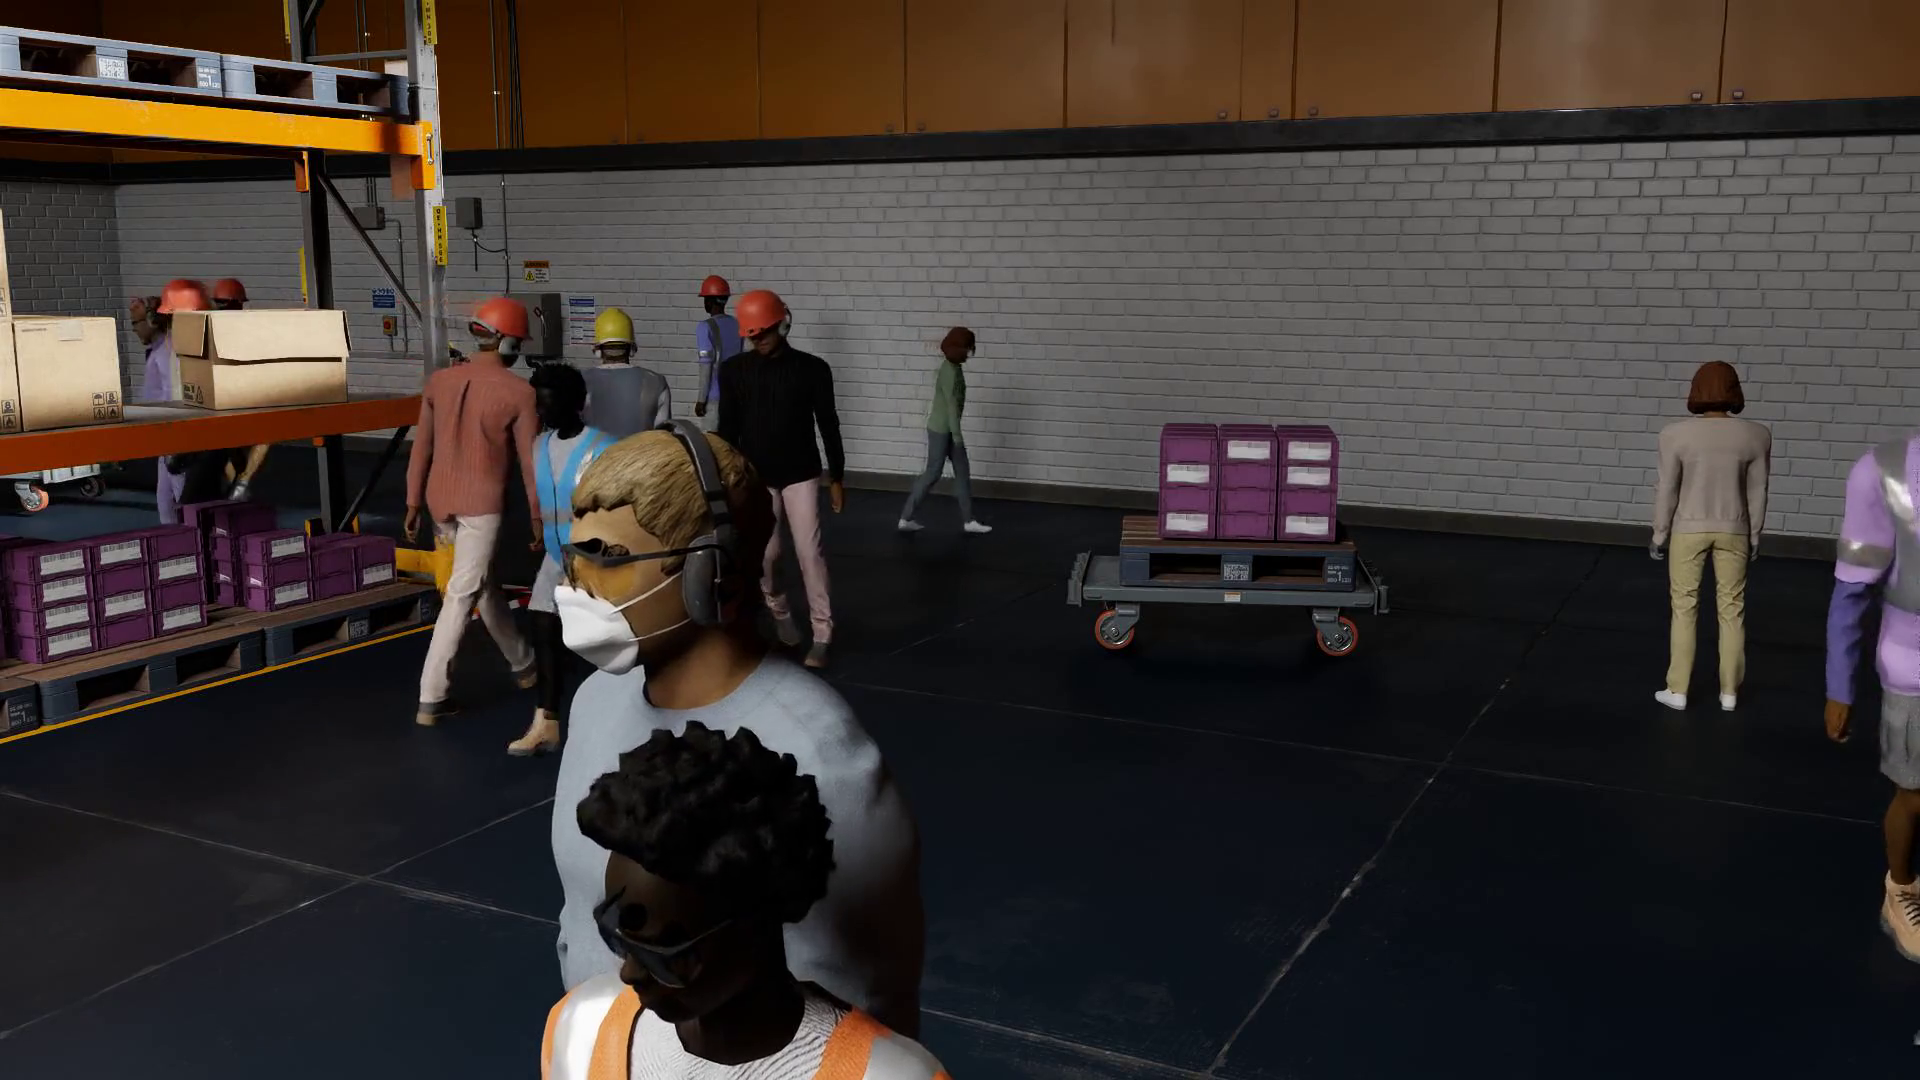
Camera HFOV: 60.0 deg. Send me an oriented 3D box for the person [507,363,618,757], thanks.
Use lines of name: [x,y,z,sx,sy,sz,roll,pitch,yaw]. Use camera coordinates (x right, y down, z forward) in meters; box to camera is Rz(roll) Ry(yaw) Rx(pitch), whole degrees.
person: [-1.648,0.094,7.006,0.545,1.657,0.738,5,11,29]

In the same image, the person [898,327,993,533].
person: [-0.128,-0.828,12.600,0.720,1.578,0.515,2,10,11]

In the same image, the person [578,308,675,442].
person: [-1.807,-0.315,8.887,0.590,1.837,0.403,-1,10,-7]

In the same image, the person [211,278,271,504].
person: [-5.783,-1.121,13.299,0.572,1.923,0.402,2,10,14]

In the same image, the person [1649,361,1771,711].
person: [3.473,-0.014,7.734,0.500,1.632,0.286,2,10,10]

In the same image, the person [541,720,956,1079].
person: [-0.217,1.000,1.691,0.540,1.690,0.317,5,11,27]

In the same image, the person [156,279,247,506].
person: [-4.637,-0.587,10.079,0.664,1.966,0.595,7,12,36]

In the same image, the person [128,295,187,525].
person: [-4.779,-0.594,10.429,0.760,1.869,0.715,-5,11,-25]

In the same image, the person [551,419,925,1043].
person: [-0.305,0.819,2.026,0.358,1.938,0.636,-8,13,-39]

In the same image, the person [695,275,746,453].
person: [-2.034,-1.245,13.981,0.360,1.938,0.545,6,11,30]

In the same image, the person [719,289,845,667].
person: [-0.924,-0.344,8.744,0.658,1.946,0.674,1,10,6]

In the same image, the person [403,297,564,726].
person: [-2.218,-0.159,7.754,0.620,1.909,1.046,4,11,24]

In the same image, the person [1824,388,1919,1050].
person: [2.780,0.362,4.618,0.681,1.974,1.058,5,11,25]
